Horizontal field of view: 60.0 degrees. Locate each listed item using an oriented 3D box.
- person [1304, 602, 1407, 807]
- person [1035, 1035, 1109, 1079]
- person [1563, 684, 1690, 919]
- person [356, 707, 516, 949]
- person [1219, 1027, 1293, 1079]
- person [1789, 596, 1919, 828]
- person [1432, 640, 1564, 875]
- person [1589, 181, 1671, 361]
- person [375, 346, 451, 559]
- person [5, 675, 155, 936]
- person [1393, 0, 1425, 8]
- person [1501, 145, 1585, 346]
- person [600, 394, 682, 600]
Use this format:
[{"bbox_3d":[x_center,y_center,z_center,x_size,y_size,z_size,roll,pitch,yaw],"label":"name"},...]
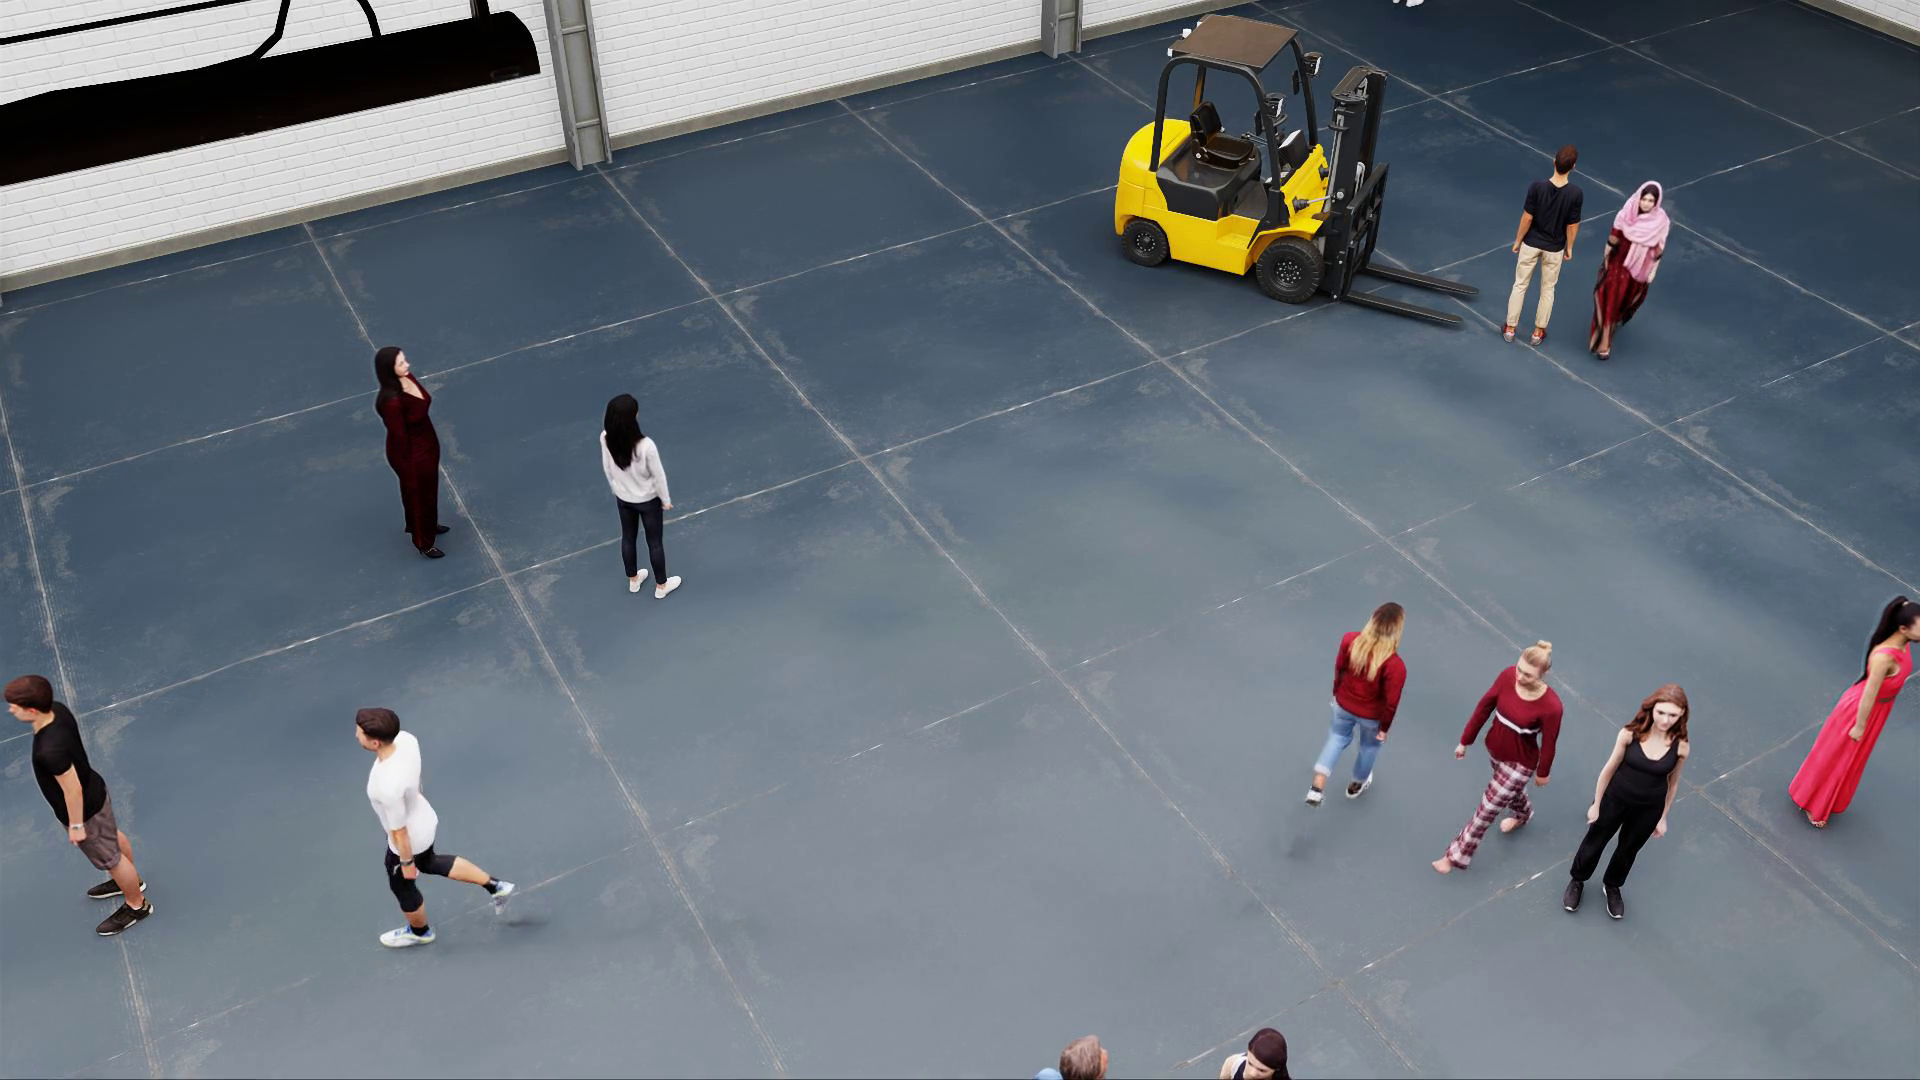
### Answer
[{"bbox_3d":[2.406,1.069,10.137,0.800,1.612,0.961,24,45,27],"label":"person"},{"bbox_3d":[0.519,2.894,7.686,0.709,1.818,0.652,31,48,33],"label":"person"},{"bbox_3d":[3.840,1.480,9.514,0.658,1.748,0.721,9,39,11],"label":"person"},{"bbox_3d":[-2.982,1.614,9.277,1.151,1.834,0.944,-4,39,-5],"label":"person"},{"bbox_3d":[1.365,2.847,7.881,0.631,1.649,0.648,21,43,24],"label":"person"},{"bbox_3d":[5.478,1.040,10.082,0.743,1.725,0.607,30,47,32],"label":"person"},{"bbox_3d":[3.328,1.244,9.888,1.080,1.648,0.632,-20,43,-24],"label":"person"},{"bbox_3d":[5.841,-2.415,14.509,1.048,1.599,1.127,11,40,13],"label":"person"},{"bbox_3d":[-4.022,-0.664,12.191,0.755,1.757,0.759,-4,39,-5],"label":"person"},{"bbox_3d":[-4.988,1.469,9.436,0.575,1.861,0.666,-18,42,-21],"label":"person"},{"bbox_3d":[5.731,-7.628,20.896,0.586,1.775,0.637,-31,48,-33],"label":"person"},{"bbox_3d":[5.082,-2.561,14.485,0.707,1.858,0.755,11,40,13],"label":"person"},{"bbox_3d":[-2.294,-0.317,11.801,0.712,1.700,0.754,13,40,16],"label":"person"}]
